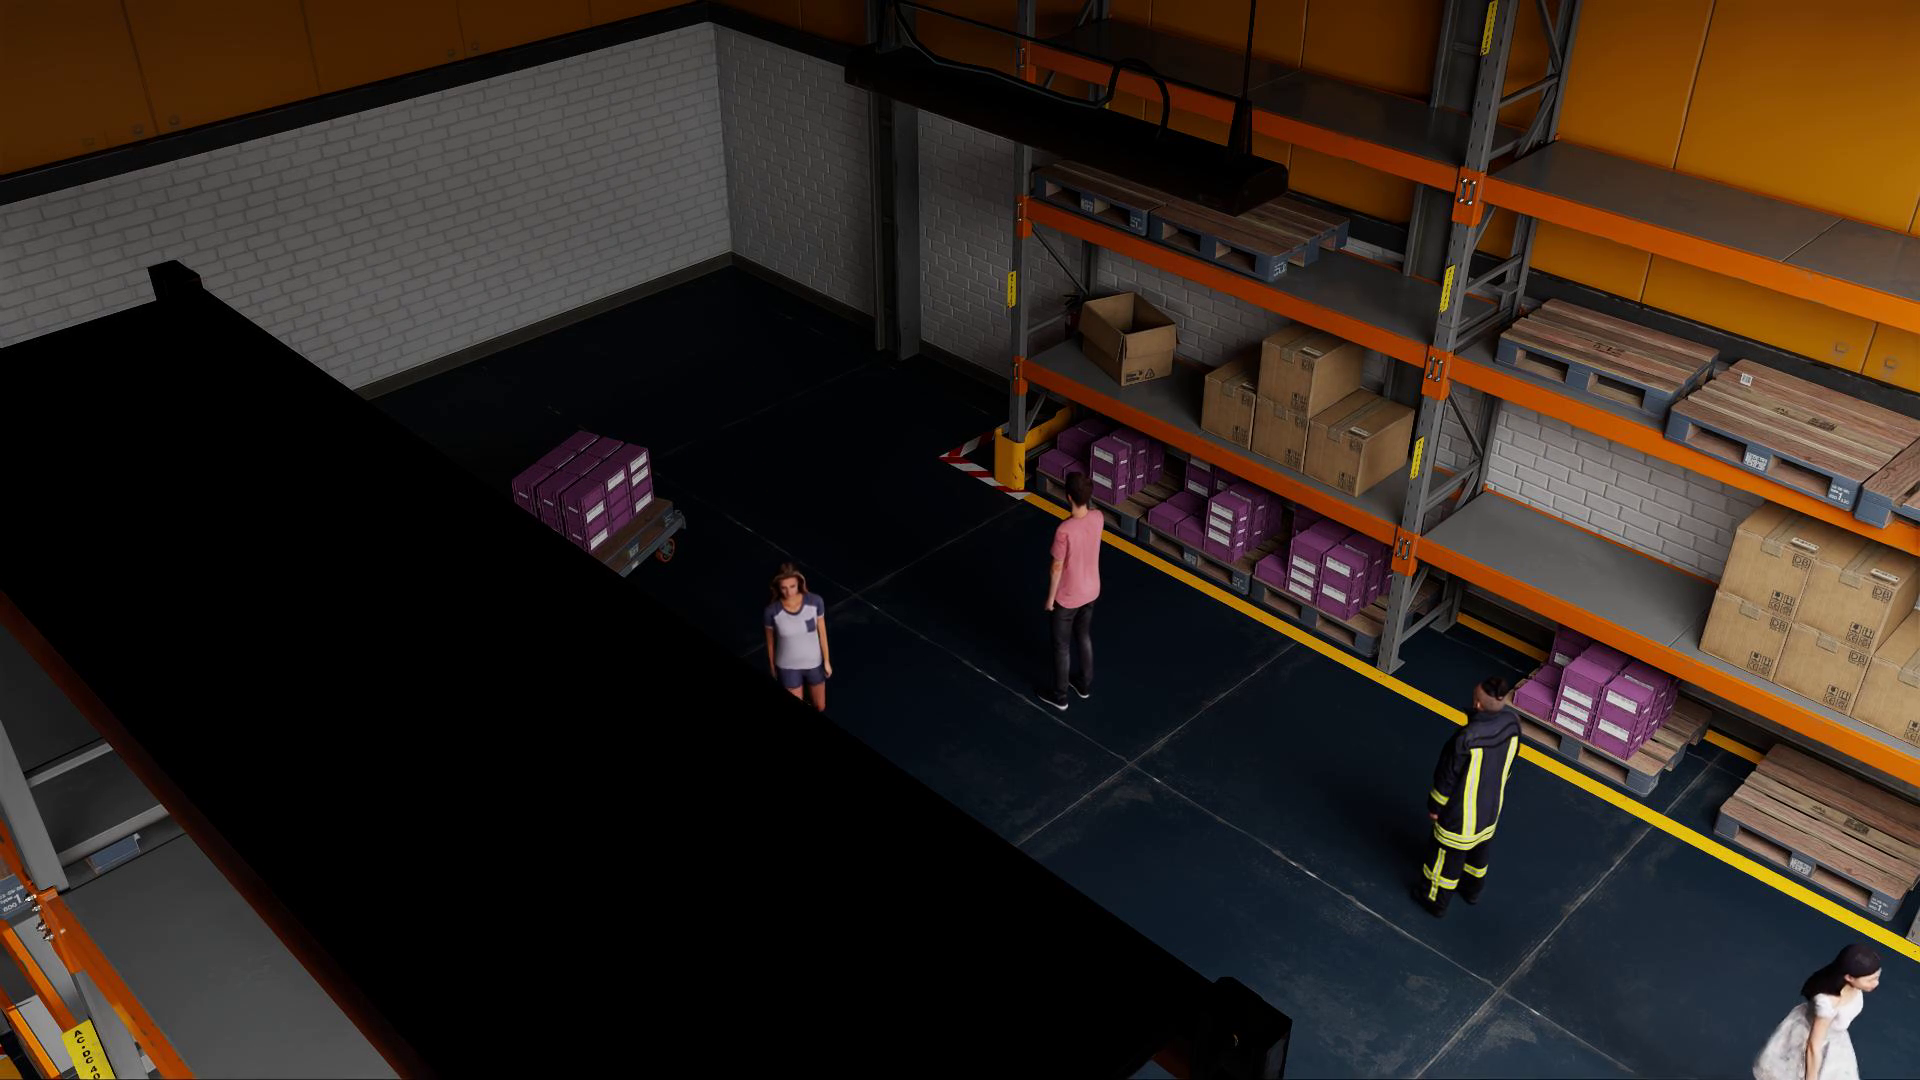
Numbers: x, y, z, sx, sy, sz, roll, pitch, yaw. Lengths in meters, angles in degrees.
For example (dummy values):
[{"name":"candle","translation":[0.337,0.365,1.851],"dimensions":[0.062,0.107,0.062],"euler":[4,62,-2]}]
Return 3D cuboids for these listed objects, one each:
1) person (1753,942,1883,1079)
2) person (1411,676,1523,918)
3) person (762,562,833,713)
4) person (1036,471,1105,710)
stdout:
[{"name":"person","translation":[4.460,2.712,8.938],"dimensions":[0.823,1.749,0.629],"euler":[29,43,36]},{"name":"person","translation":[3.217,1.610,10.497],"dimensions":[0.820,1.858,0.796],"euler":[-17,37,-23]},{"name":"person","translation":[-1.142,0.836,11.796],"dimensions":[0.886,1.710,1.011],"euler":[-7,34,-10]},{"name":"person","translation":[0.852,0.382,12.255],"dimensions":[0.630,1.958,0.561],"euler":[-28,42,-35]}]
